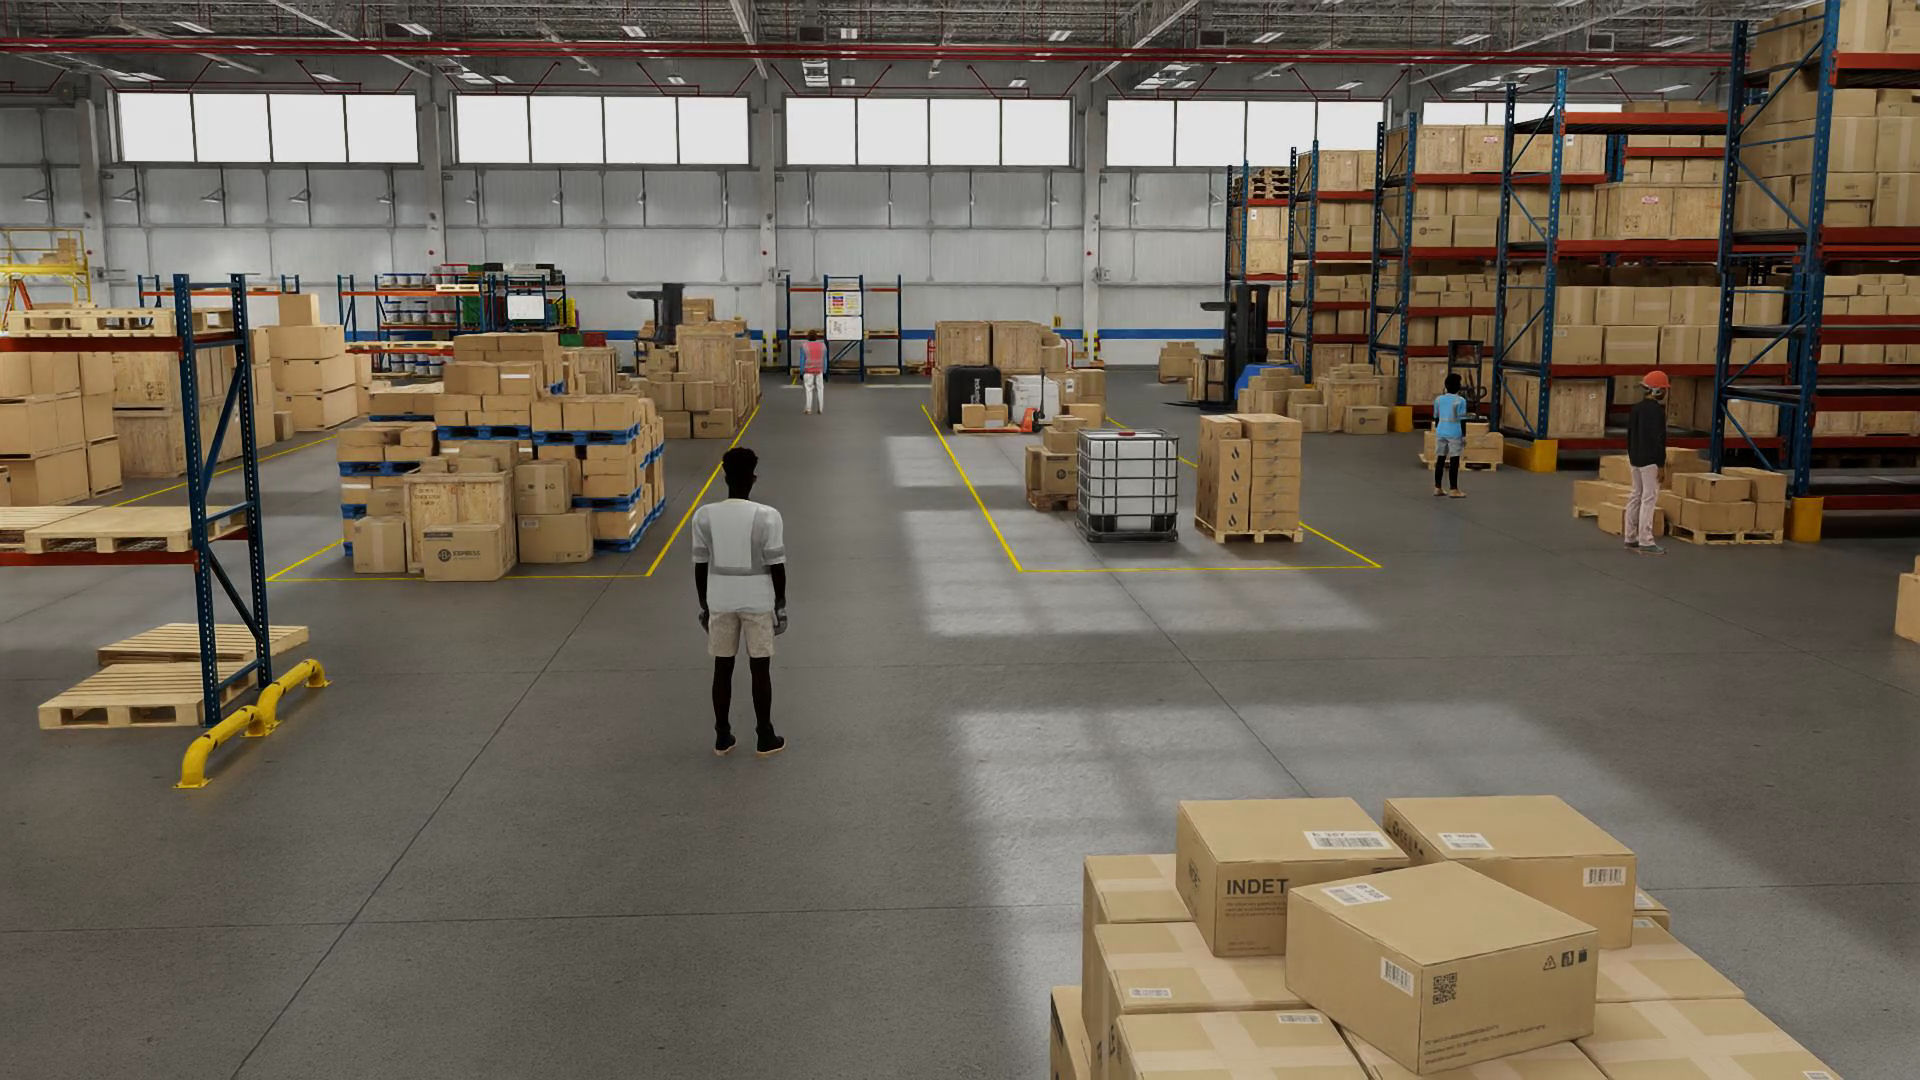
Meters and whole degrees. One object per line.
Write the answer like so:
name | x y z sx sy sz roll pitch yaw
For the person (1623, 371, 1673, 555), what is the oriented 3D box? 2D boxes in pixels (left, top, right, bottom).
person | 7.496 -0.844 18.097 0.388 1.992 0.625 -1 9 -8

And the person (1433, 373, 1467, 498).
person | 6.671 -1.413 22.607 0.317 1.696 0.537 -6 11 -34

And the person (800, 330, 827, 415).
person | -3.198 -3.644 36.165 0.631 1.843 0.429 -5 10 -26

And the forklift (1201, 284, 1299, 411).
forklift | 6.410 -4.205 36.433 1.873 2.768 1.129 7 12 39

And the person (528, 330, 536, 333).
person | -8.565 -3.266 33.527 0.649 1.921 0.486 -1 9 -7

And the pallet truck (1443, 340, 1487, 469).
pallet truck | 8.004 -2.170 26.422 0.823 1.965 1.885 2 9 14

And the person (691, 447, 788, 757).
person | -1.369 0.392 10.434 0.607 1.966 0.367 2 9 10

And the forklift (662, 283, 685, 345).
forklift | -7.145 -5.031 41.617 1.873 2.768 1.129 -4 10 -23
